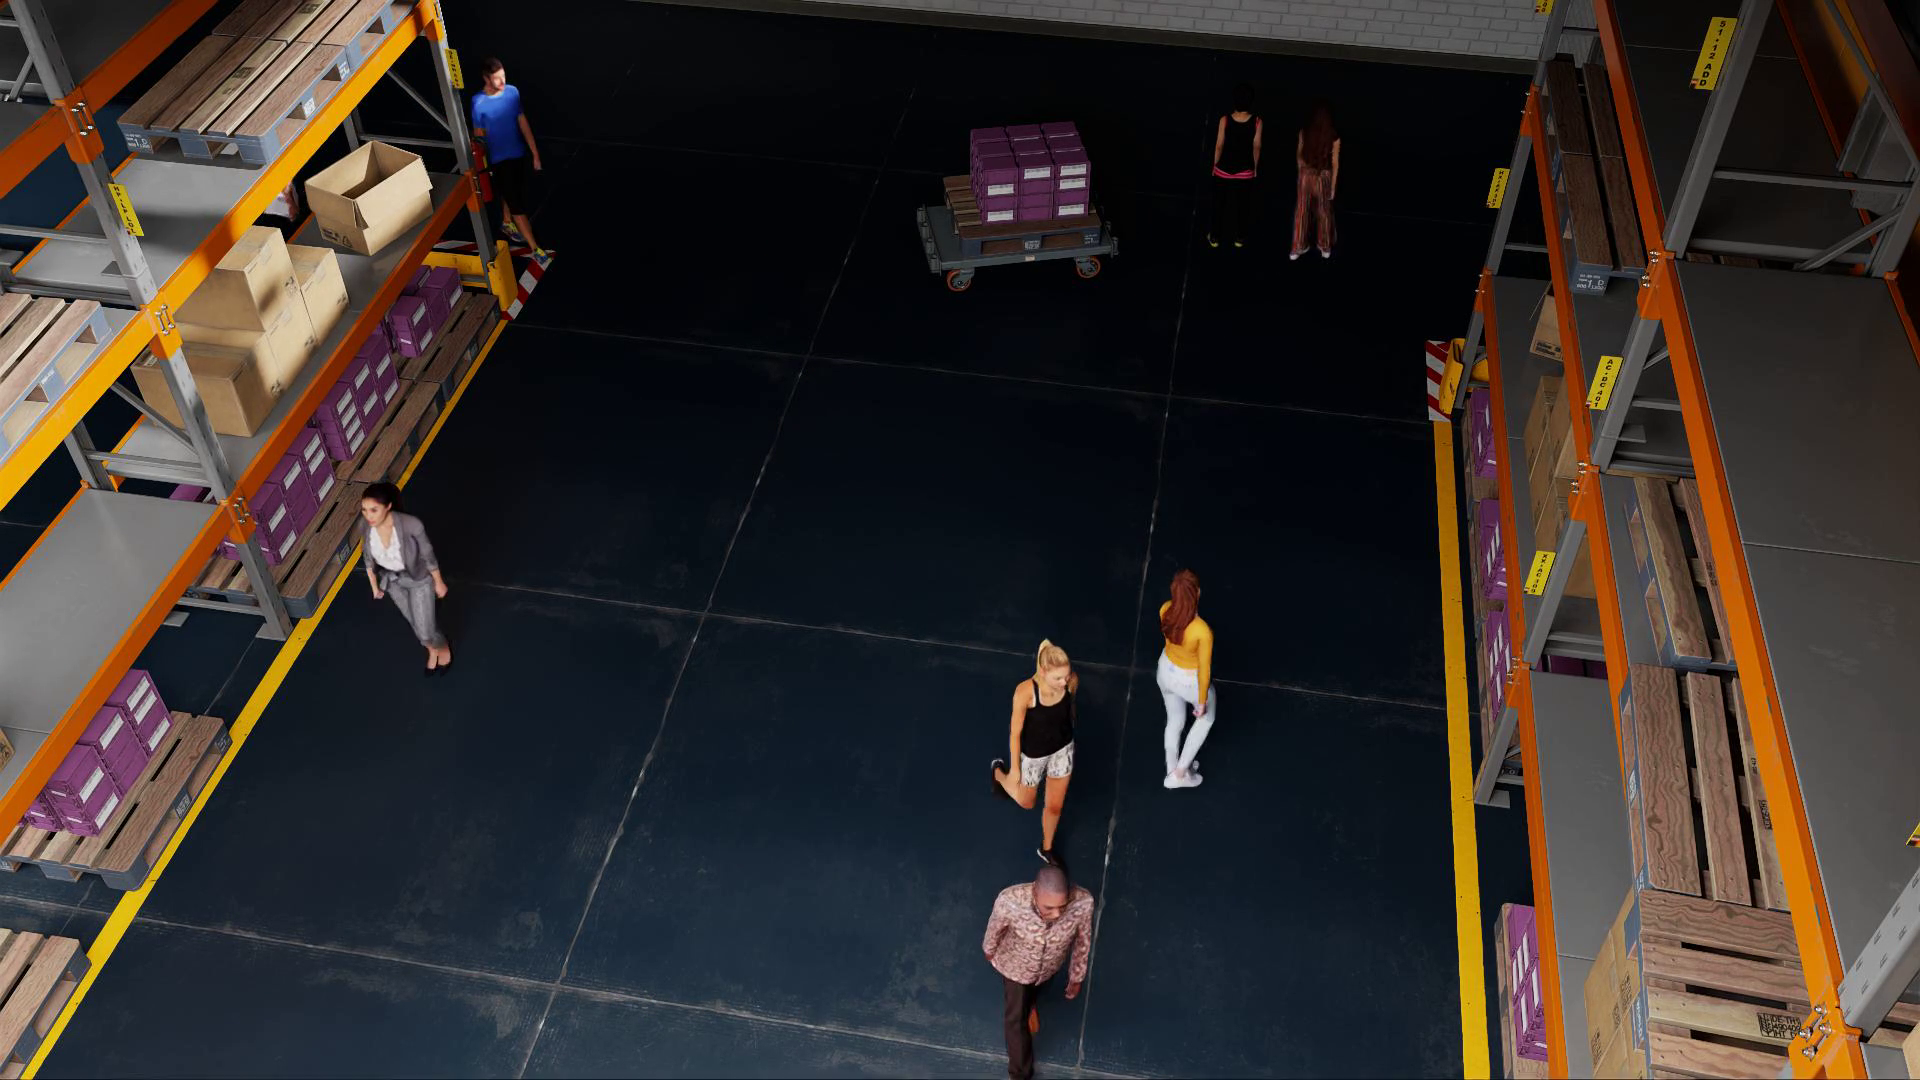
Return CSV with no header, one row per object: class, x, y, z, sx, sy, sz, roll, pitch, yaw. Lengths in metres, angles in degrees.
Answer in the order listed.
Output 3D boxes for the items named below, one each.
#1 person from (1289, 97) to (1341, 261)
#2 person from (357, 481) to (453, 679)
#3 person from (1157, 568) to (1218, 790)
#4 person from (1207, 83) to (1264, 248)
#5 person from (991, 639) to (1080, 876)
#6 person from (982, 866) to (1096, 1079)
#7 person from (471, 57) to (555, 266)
person,3.005,-3.069,14.285,0.707,1.553,0.741,27,50,26
person,-3.517,0.222,10.751,0.635,1.663,0.578,8,44,9
person,1.270,0.894,9.997,0.765,1.729,0.721,-31,51,-28
person,2.395,-3.269,14.495,0.562,1.552,0.521,3,44,3
person,0.438,1.161,9.649,0.984,1.823,1.105,-20,47,-19
person,0.372,2.100,8.712,0.940,1.757,1.175,-7,44,-8
person,-3.976,-3.329,14.360,1.097,1.826,1.169,33,53,30
